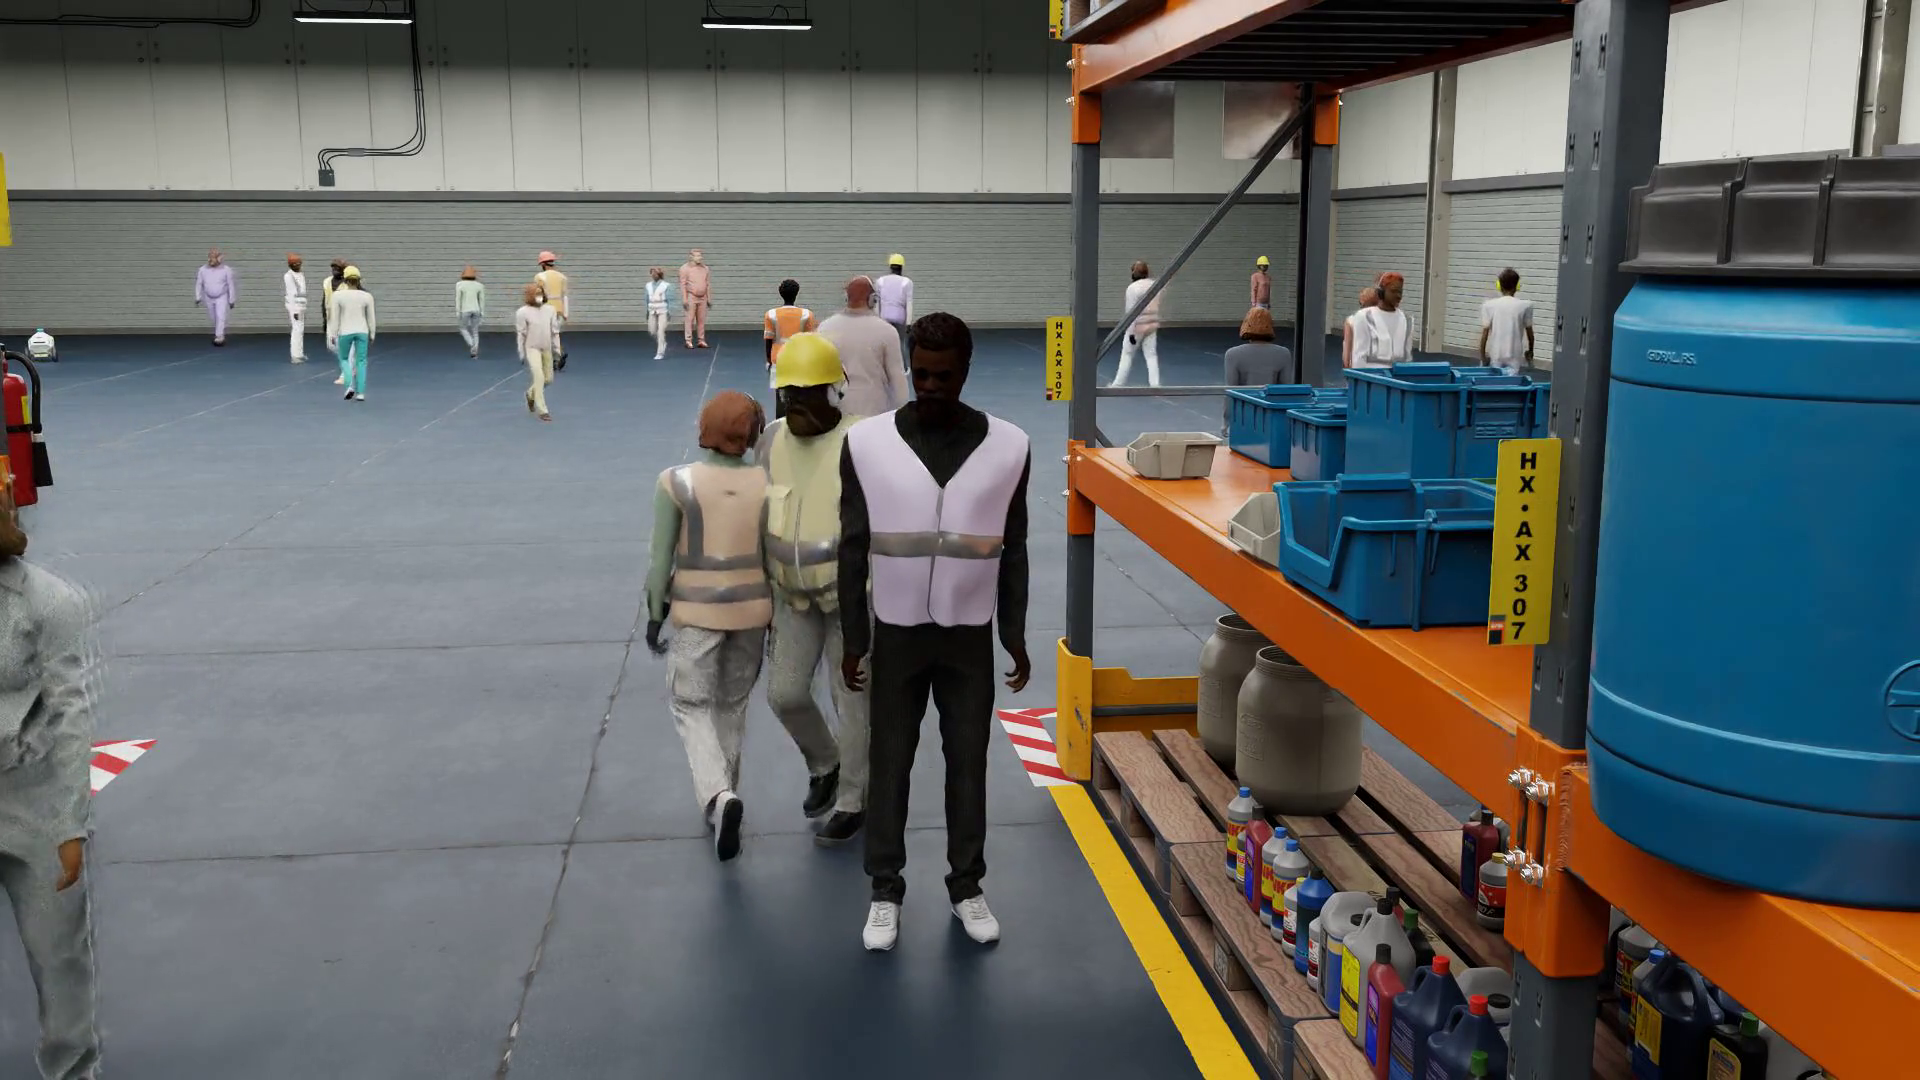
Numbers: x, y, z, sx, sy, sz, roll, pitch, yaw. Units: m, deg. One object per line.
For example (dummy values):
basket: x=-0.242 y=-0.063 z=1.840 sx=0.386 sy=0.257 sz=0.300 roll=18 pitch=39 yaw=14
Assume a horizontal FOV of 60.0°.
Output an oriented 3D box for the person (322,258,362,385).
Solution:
person: x=-8.969 y=-3.186 z=24.215 sx=0.641 sy=1.830 sz=0.607 roll=3 pitch=11 yaw=18

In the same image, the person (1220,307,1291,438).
person: x=2.130 y=-0.856 z=11.982 sx=0.507 sy=1.631 sz=0.266 roll=-1 pitch=10 yaw=-7

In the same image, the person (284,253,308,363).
person: x=-11.236 y=-3.926 z=28.228 sx=0.369 sy=1.861 sz=0.752 roll=0 pitch=10 yaw=-1

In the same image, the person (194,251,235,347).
person: x=-14.514 y=-4.690 z=32.410 sx=0.657 sy=1.853 sz=1.021 roll=-1 pitch=10 yaw=-3

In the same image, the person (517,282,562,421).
person: x=-4.965 y=-2.214 z=19.479 sx=0.638 sy=1.609 sz=0.500 roll=10 pitch=14 yaw=44

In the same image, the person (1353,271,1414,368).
person: x=3.416 y=-1.238 z=13.482 sx=0.578 sy=1.879 sz=0.666 roll=-3 pitch=11 yaw=-17

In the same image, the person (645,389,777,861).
person: x=-0.808 y=0.290 z=5.773 sx=0.529 sy=1.613 sz=0.687 roll=-5 pitch=11 yaw=-25

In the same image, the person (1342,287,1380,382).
person: x=4.109 y=-1.725 z=16.749 sx=0.527 sy=1.624 sz=0.530 roll=2 pitch=11 yaw=12

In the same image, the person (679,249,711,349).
person: x=-5.048 y=-4.611 z=31.822 sx=0.646 sy=1.906 sz=0.406 roll=-9 pitch=14 yaw=-41

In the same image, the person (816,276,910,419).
person: x=-0.655 y=-0.927 z=11.759 sx=0.665 sy=1.851 sz=0.994 roll=5 pitch=11 yaw=24

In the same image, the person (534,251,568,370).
person: x=-6.453 y=-3.626 z=26.421 sx=0.573 sy=1.907 sz=0.719 roll=-10 pitch=14 yaw=-44

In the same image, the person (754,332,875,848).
person: x=-0.482 y=0.178 z=5.822 sx=0.632 sy=1.810 sz=0.440 roll=5 pitch=11 yaw=24

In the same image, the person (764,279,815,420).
person: x=-1.753 y=-1.836 z=17.181 sx=0.540 sy=1.695 sz=0.317 roll=-1 pitch=10 yaw=-7

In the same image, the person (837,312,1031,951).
person: x=-0.076 y=0.274 z=5.024 sx=0.587 sy=1.914 sz=0.390 roll=-2 pitch=10 yaw=-8

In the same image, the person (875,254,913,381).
person: x=-0.980 y=-3.311 z=24.784 sx=0.608 sy=1.877 sz=0.991 roll=2 pitch=10 yaw=9

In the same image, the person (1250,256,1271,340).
person: x=5.706 y=-4.477 z=31.471 sx=0.533 sy=1.768 sz=0.310 roll=-9 pitch=14 yaw=-42

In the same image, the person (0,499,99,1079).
person: x=-2.139 y=0.634 z=3.608 sx=0.494 sy=1.717 sz=0.722 roll=-2 pitch=10 yaw=-8

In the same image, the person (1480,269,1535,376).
person: x=5.518 y=-1.821 z=16.818 sx=0.487 sy=1.804 sz=1.015 roll=6 pitch=12 yaw=30

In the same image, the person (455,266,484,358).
person: x=-8.629 y=-4.007 z=29.273 sx=0.524 sy=1.622 sz=0.357 roll=-8 pitch=13 yaw=-38

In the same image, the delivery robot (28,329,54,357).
delivery robot: x=-15.720 y=-3.367 z=28.451 sx=0.477 sy=0.478 sz=0.707 roll=-5 pitch=11 yaw=-24

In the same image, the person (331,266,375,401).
person: x=-7.911 y=-2.690 z=21.691 sx=0.560 sy=1.749 sz=0.426 roll=-5 pitch=12 yaw=-27

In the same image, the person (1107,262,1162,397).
person: x=2.376 y=-2.823 z=22.326 sx=0.629 sy=1.803 sz=0.830 roll=-7 pitch=13 yaw=-35

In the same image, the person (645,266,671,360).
person: x=-5.250 y=-3.966 z=29.065 sx=0.518 sy=1.623 sz=0.491 roll=4 pitch=11 yaw=22
